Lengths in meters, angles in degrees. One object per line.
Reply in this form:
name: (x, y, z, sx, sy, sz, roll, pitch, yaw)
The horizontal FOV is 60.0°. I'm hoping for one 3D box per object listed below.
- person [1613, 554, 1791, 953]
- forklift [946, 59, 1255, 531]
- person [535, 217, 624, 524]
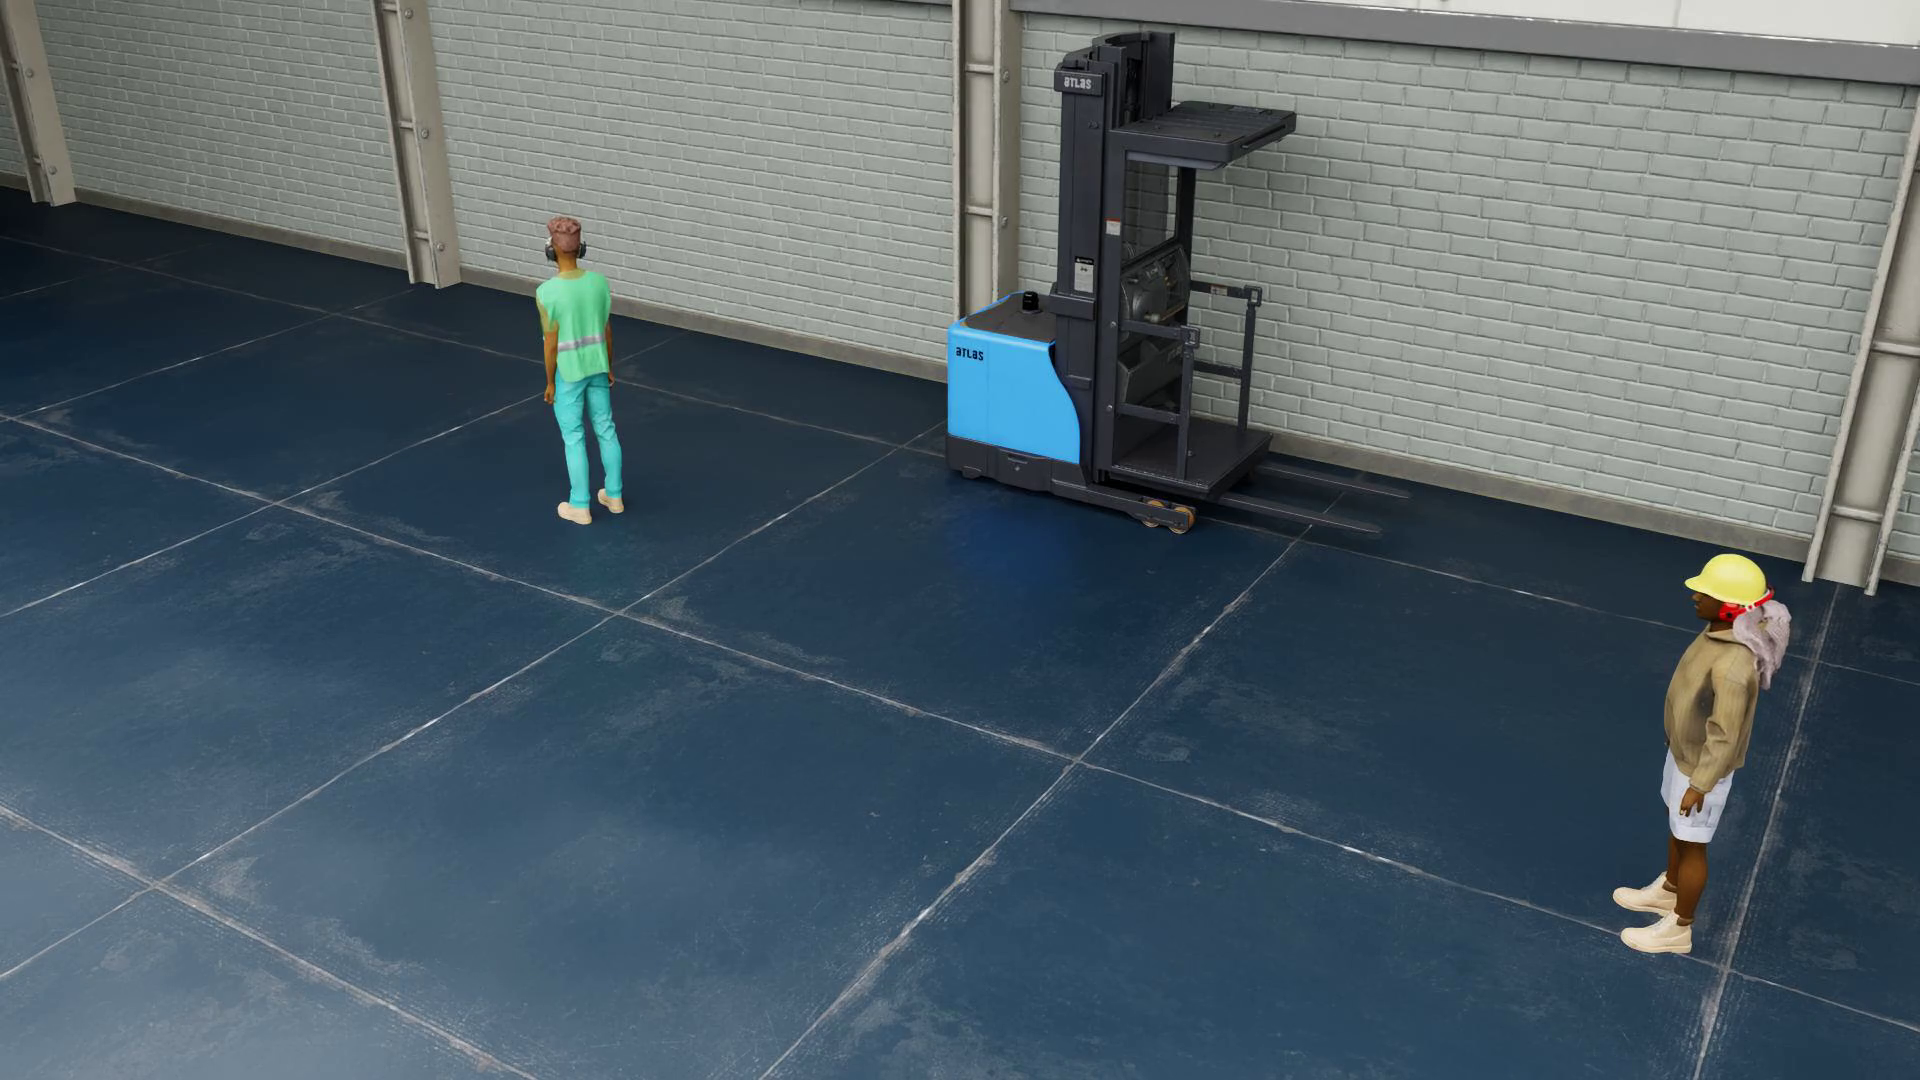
person: (2.989, 0.866, 6.677, 0.401, 1.763, 0.537, 7, 26, 14)
forklift: (0.933, -1.707, 10.833, 1.873, 2.768, 1.129, 15, 29, 28)
person: (-2.395, -1.056, 10.497, 0.489, 1.978, 0.397, -21, 32, -37)
